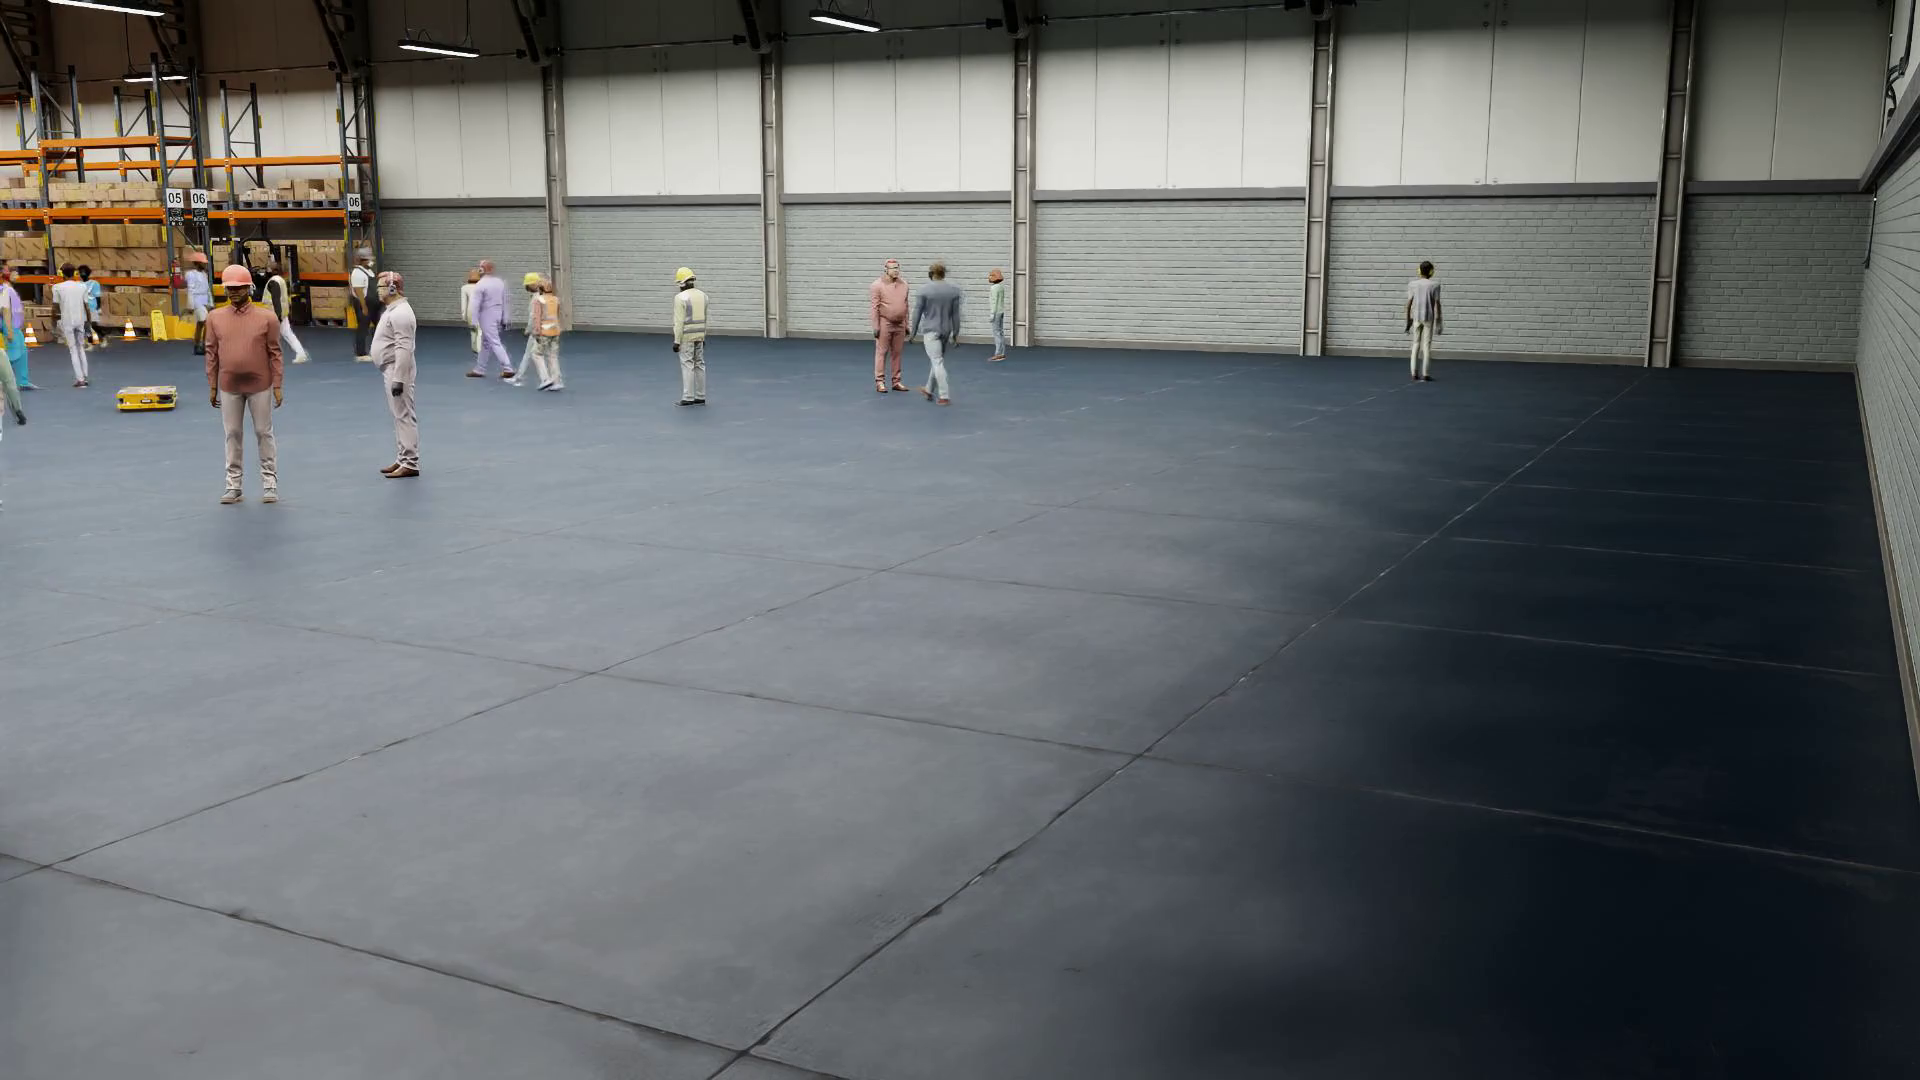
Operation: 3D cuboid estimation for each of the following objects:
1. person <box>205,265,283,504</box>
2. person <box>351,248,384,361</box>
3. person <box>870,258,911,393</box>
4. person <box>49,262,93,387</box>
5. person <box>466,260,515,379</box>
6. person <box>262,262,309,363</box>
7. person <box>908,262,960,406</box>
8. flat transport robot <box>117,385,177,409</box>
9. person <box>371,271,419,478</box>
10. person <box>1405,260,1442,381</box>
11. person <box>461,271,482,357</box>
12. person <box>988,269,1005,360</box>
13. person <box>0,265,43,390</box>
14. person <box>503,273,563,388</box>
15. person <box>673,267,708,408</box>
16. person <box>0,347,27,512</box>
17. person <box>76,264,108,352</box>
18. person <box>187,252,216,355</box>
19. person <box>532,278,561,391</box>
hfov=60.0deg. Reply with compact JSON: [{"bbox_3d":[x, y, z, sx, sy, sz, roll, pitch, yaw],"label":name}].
[{"bbox_3d":[-5.998,-1.299,13.955,0.608,1.995,0.377,-2,11,-10],"label":"person"},{"bbox_3d":[-10.475,-4.199,29.641,0.727,2.000,0.715,0,10,1],"label":"person"},{"bbox_3d":[-0.972,-3.074,23.874,0.643,1.910,0.400,-7,13,-34],"label":"person"},{"bbox_3d":[-13.185,-3.180,24.631,0.634,1.849,0.527,9,14,40],"label":"person"},{"bbox_3d":[-7.383,-3.452,26.078,0.985,1.862,0.661,3,11,18],"label":"person"},{"bbox_3d":[-11.910,-3.957,29.030,0.960,1.790,0.628,-2,11,-11],"label":"person"},{"bbox_3d":[-0.356,-2.753,22.173,0.635,1.884,1.014,-7,12,-33],"label":"person"},{"bbox_3d":[-10.642,-1.873,21.788,0.652,0.197,1.431,-4,11,-23],"label":"flat transport robot"},{"bbox_3d":[-5.258,-1.536,15.487,0.410,1.909,0.642,-5,11,-23],"label":"person"},{"bbox_3d":[7.165,-3.377,25.652,0.531,1.868,0.332,7,13,34],"label":"person"},{"bbox_3d":[-8.970,-4.199,30.861,0.519,1.580,0.849,-2,11,-13],"label":"person"},{"bbox_3d":[0.657,-4.049,29.933,0.266,1.631,0.507,4,11,20],"label":"person"},{"bbox_3d":[-13.696,-3.037,23.913,0.663,1.825,0.566,-4,11,-20],"label":"person"},{"bbox_3d":[-6.275,-3.058,24.397,0.886,1.688,0.484,-4,11,-20],"label":"person"},{"bbox_3d":[-3.543,-2.641,21.741,0.403,1.823,0.586,6,12,30],"label":"person"},{"bbox_3d":[-7.865,-1.025,13.478,0.533,1.613,0.674,1,10,3],"label":"person"},{"bbox_3d":[-16.801,-4.466,32.085,0.534,1.687,0.402,2,11,11],"label":"person"},{"bbox_3d":[-14.124,-4.404,31.093,0.657,1.913,0.547,-1,10,-3],"label":"person"},{"bbox_3d":[-5.954,-2.951,23.958,0.394,1.622,0.534,6,12,30],"label":"person"}]
